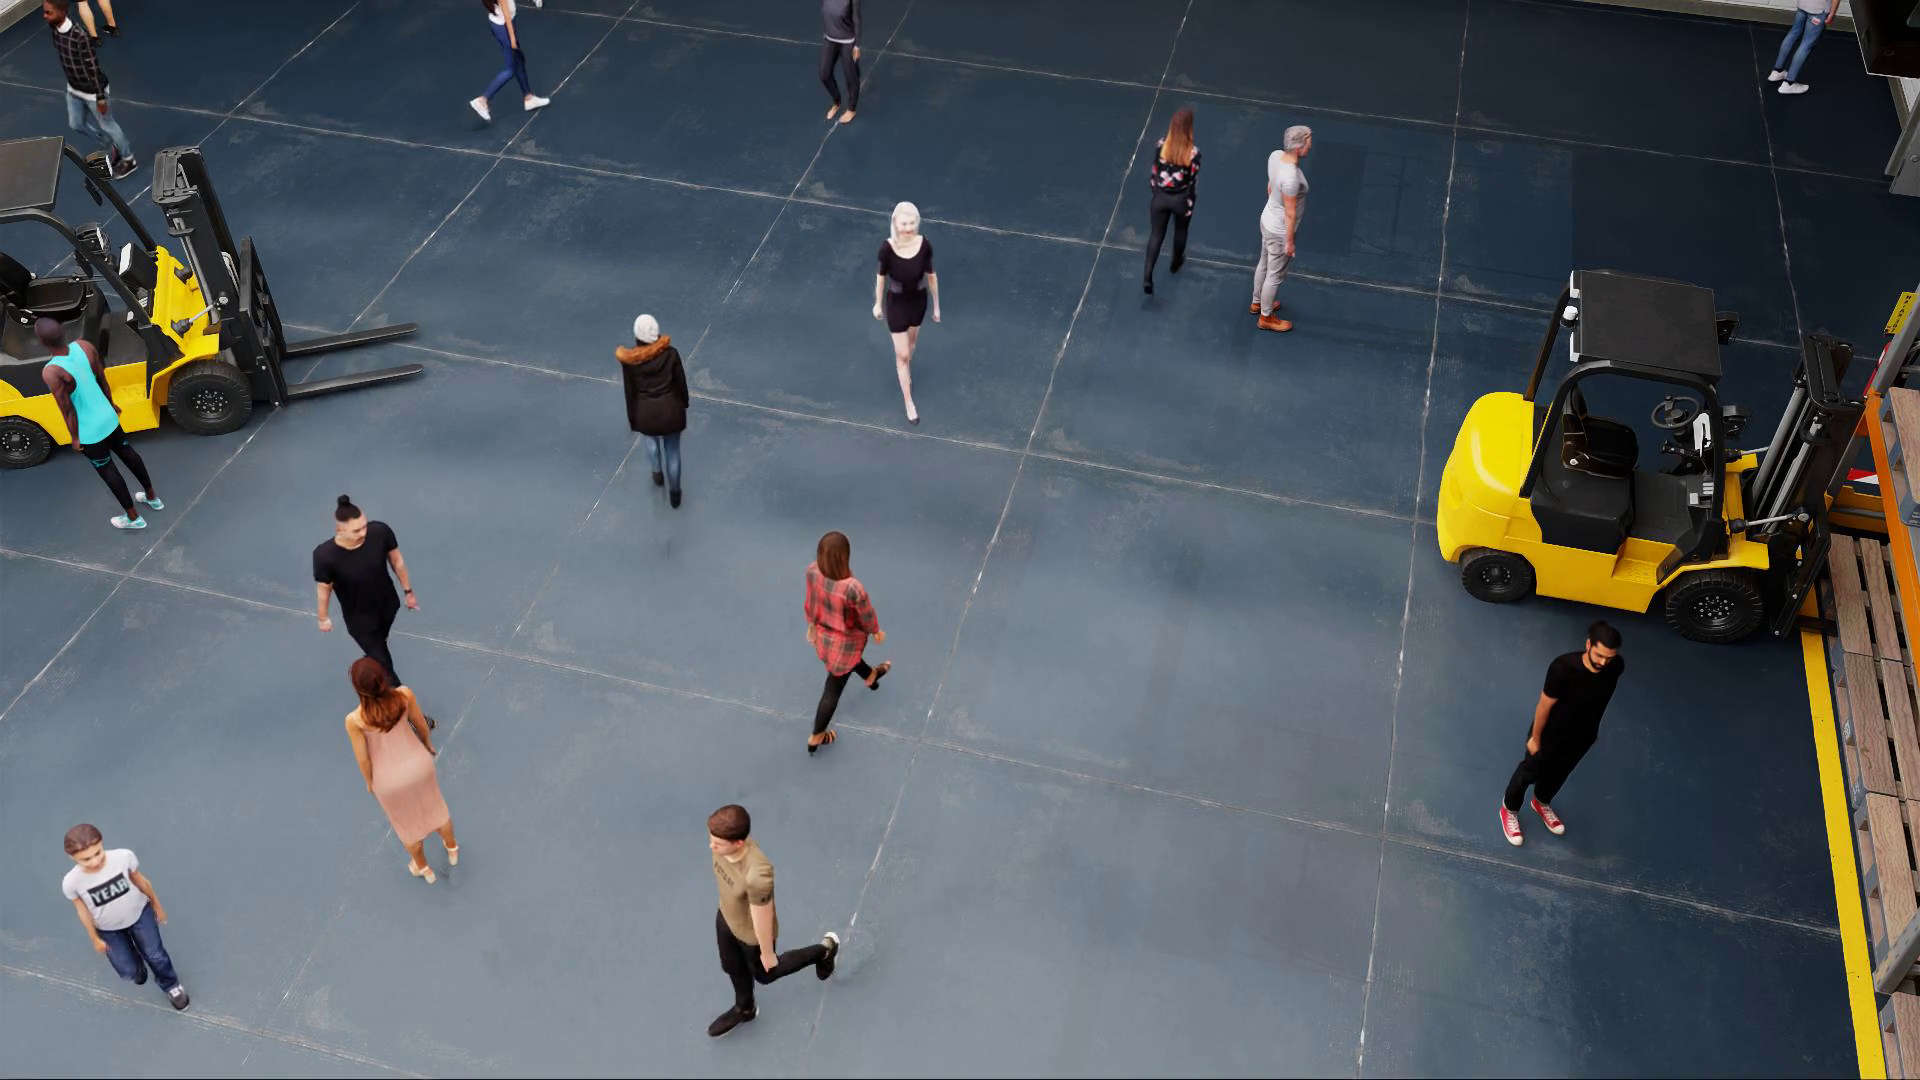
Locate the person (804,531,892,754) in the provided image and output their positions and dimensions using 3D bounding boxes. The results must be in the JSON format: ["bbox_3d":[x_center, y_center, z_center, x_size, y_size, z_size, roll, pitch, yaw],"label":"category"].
[{"bbox_3d":[-0.806,0.678,10.379,0.917,1.652,1.179,30,51,28],"label":"person"}]

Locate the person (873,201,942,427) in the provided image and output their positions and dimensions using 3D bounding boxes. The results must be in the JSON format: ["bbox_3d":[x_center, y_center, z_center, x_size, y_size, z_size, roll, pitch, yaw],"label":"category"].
[{"bbox_3d":[-0.441,-1.867,12.942,0.974,1.801,1.107,-14,45,-14],"label":"person"}]

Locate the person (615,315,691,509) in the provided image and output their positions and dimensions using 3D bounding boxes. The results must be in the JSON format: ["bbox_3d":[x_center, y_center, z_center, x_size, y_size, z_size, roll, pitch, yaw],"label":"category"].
[{"bbox_3d":[-2.179,-0.893,12.051,0.745,1.620,0.806,-5,44,-5],"label":"person"}]

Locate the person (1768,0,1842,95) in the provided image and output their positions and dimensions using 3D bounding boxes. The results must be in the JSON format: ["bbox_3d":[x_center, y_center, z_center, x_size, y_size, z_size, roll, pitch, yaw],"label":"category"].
[{"bbox_3d":[8.555,-5.398,16.586,0.806,1.887,0.671,-8,44,-8],"label":"person"}]

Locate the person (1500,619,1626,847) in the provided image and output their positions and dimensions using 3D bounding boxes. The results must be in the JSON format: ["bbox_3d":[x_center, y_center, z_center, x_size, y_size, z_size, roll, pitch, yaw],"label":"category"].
[{"bbox_3d":[3.572,1.114,9.845,0.712,1.756,0.718,-10,45,-10],"label":"person"}]

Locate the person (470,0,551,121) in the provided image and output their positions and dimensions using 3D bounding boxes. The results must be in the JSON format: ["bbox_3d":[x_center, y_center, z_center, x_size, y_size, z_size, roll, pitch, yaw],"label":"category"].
[{"bbox_3d":[-4.510,-4.903,16.164,1.105,1.752,1.021,-24,49,-23],"label":"person"}]

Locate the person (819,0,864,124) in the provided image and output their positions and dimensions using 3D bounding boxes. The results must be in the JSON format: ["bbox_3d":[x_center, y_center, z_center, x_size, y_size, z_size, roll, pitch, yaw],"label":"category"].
[{"bbox_3d":[-1.114,-4.929,16.215,0.690,1.719,0.660,21,47,21],"label":"person"}]

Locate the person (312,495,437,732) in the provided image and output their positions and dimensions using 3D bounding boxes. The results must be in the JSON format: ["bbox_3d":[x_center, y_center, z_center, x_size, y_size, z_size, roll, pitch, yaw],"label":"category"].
[{"bbox_3d":[-3.813,0.357,10.595,1.216,1.818,1.152,-33,53,-30],"label":"person"}]

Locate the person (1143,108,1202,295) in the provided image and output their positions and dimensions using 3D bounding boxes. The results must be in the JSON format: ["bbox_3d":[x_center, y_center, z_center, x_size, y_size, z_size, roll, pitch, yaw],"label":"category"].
[{"bbox_3d":[1.766,-2.837,14.063,0.692,1.659,1.065,17,46,17],"label":"person"}]

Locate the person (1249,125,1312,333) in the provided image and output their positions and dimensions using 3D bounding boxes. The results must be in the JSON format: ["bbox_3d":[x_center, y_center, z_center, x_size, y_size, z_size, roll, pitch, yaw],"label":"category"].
[{"bbox_3d":[2.618,-2.570,13.662,0.827,1.825,0.653,-6,44,-6],"label":"person"}]

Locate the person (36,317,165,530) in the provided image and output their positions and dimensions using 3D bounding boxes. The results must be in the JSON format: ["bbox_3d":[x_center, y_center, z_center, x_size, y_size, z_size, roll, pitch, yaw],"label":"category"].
[{"bbox_3d":[-6.161,-0.834,11.850,0.687,1.810,0.477,13,45,14],"label":"person"}]

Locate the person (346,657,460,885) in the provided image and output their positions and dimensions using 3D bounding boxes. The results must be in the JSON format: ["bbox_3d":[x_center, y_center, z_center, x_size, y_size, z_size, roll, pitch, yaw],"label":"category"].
[{"bbox_3d":[-3.211,1.326,9.569,0.621,1.831,0.721,-31,52,-29],"label":"person"}]

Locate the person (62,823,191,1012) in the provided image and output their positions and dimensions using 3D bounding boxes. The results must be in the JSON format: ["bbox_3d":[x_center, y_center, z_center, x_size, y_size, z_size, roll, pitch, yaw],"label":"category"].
[{"bbox_3d":[-4.585,2.011,9.052,0.754,1.551,0.795,-29,51,-27],"label":"person"}]

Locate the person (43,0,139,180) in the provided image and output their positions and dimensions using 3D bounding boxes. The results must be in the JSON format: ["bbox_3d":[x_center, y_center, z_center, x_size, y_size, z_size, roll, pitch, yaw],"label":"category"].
[{"bbox_3d":[-7.993,-4.224,15.411,0.776,1.808,0.734,22,48,21],"label":"person"}]

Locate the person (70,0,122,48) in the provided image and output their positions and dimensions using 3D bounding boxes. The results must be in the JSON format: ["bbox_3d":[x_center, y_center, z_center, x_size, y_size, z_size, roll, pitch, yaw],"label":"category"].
[{"bbox_3d":[-9.248,-6.038,17.389,0.719,1.705,0.534,20,47,20],"label":"person"}]

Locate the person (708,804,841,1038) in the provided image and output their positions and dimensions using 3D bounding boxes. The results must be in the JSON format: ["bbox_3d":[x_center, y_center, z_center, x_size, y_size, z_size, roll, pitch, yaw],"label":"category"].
[{"bbox_3d":[-1.044,1.991,8.872,1.181,1.828,1.058,-27,50,-26],"label":"person"}]
